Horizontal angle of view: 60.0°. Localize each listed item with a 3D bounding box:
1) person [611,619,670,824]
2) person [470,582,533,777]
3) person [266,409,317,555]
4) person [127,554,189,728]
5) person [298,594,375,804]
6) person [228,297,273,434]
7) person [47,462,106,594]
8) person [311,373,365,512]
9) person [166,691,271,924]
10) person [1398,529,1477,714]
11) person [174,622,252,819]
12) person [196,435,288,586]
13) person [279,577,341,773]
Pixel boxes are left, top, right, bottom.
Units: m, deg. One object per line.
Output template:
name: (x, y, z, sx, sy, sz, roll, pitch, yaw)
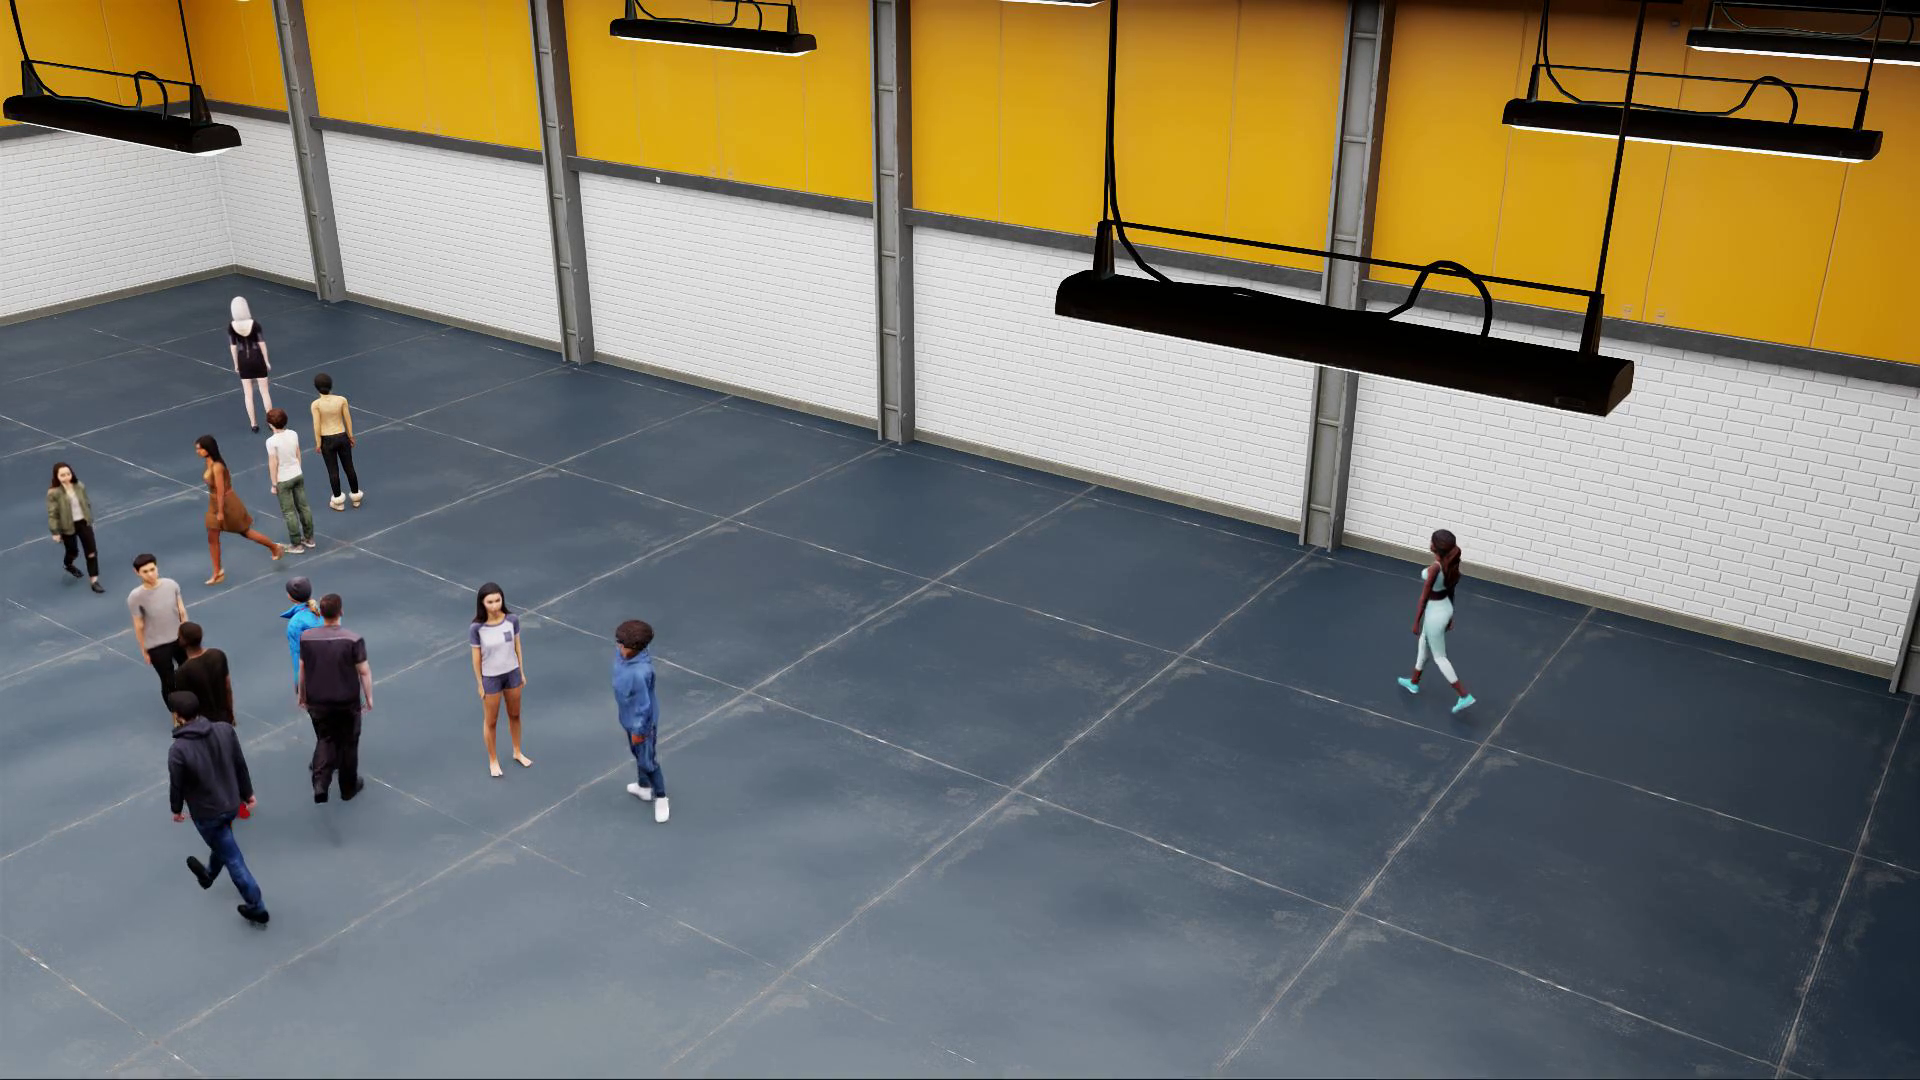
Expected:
person: (-2.622, 1.378, 13.522, 0.950, 1.786, 0.744, -6, 24, -12)
person: (-3.900, 1.154, 14.101, 0.649, 1.733, 0.630, -16, 28, -31)
person: (-7.409, -0.663, 18.356, 0.529, 1.654, 0.575, 12, 26, 26)
person: (-7.078, 0.877, 14.769, 0.754, 1.706, 0.670, 21, 31, 40)
person: (-5.102, 1.354, 13.526, 0.978, 1.826, 1.044, -1, 24, -3)
person: (-9.331, -2.309, 21.902, 0.659, 1.830, 0.707, -5, 24, -12)
person: (-9.306, -0.147, 17.432, 0.942, 1.449, 0.677, 17, 29, 34)
person: (-7.327, -1.163, 19.496, 0.671, 1.658, 0.654, -15, 28, -31)
person: (-5.335, 1.989, 12.062, 1.190, 1.836, 0.774, 12, 27, 26)
person: (4.390, 0.756, 15.060, 0.791, 1.694, 1.168, -19, 30, -36)
person: (-5.975, 1.471, 13.285, 0.584, 1.805, 0.657, 12, 26, 25)
person: (-7.681, -0.331, 17.610, 1.067, 1.643, 0.709, 22, 32, 40)
person: (-5.453, 1.130, 14.075, 0.654, 1.797, 0.686, 5, 24, 12)
